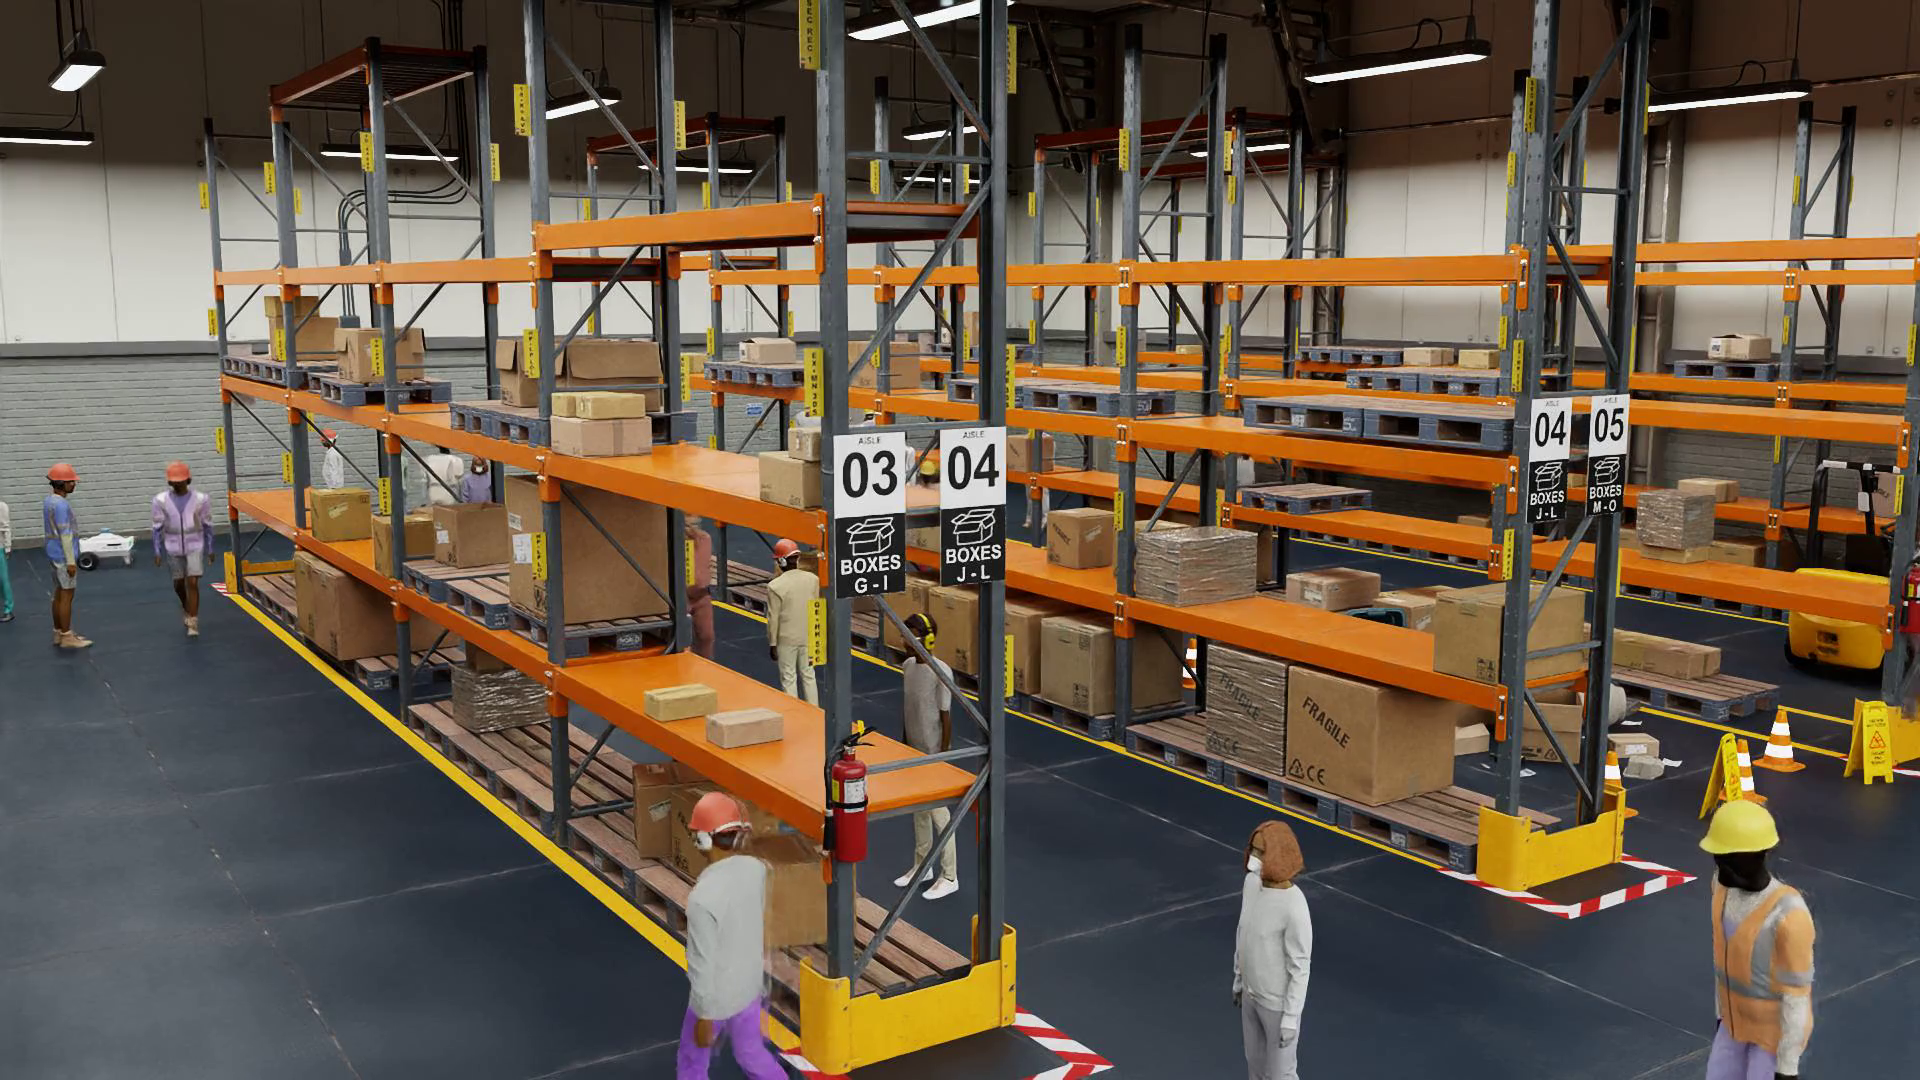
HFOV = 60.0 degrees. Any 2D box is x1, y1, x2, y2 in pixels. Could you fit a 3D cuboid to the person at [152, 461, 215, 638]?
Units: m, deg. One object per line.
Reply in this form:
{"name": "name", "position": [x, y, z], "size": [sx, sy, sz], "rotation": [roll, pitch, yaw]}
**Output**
{"name": "person", "position": [-8.887, 0.071, 19.059], "size": [0.620, 2.006, 0.896], "rotation": [-3, 9, -19]}

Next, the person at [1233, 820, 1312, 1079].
{"name": "person", "position": [1.343, 2.017, 7.275], "size": [0.281, 1.636, 0.500], "rotation": [-3, 9, -20]}

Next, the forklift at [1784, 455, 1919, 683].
{"name": "forklift", "position": [9.643, 0.253, 17.172], "size": [2.313, 2.155, 1.214], "rotation": [-6, 10, -33]}

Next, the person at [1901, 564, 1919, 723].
{"name": "person", "position": [8.562, 0.732, 14.489], "size": [0.687, 2.000, 1.084], "rotation": [-2, 9, -11]}

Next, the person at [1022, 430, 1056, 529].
{"name": "person", "position": [1.264, -1.086, 27.300], "size": [0.628, 1.837, 0.429], "rotation": [6, 10, 35]}

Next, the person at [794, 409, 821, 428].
{"name": "person", "position": [-2.825, -1.790, 31.725], "size": [0.652, 1.906, 0.403], "rotation": [1, 9, 7]}

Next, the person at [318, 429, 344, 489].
{"name": "person", "position": [-9.925, -0.891, 26.291], "size": [0.348, 1.743, 0.566], "rotation": [-3, 9, -17]}

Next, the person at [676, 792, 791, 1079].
{"name": "person", "position": [-0.982, 1.966, 7.357], "size": [0.806, 1.716, 0.580], "rotation": [4, 9, 24]}

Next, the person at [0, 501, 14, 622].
{"name": "person", "position": [-11.458, 0.105, 19.613], "size": [0.536, 1.761, 0.346], "rotation": [0, 9, 0]}

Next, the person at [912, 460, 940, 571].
{"name": "person", "position": [-0.409, -0.197, 21.684], "size": [0.542, 1.736, 0.791], "rotation": [1, 9, 6]}

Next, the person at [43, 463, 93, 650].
{"name": "person", "position": [-9.772, 0.174, 18.198], "size": [0.391, 2.041, 0.615], "rotation": [-7, 11, -40]}

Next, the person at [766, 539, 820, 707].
{"name": "person", "position": [-1.492, 0.852, 14.718], "size": [0.551, 1.735, 0.380], "rotation": [-8, 11, -41]}

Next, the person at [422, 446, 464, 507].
{"name": "person", "position": [-7.362, -0.594, 23.871], "size": [0.589, 1.874, 0.990], "rotation": [2, 9, 12]}

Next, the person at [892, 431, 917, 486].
{"name": "person", "position": [-0.916, -0.794, 25.194], "size": [0.575, 1.880, 0.358], "rotation": [4, 10, 27]}

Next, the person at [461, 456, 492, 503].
{"name": "person", "position": [-6.698, -0.373, 23.224], "size": [0.520, 1.630, 0.303], "rotation": [-2, 9, -15]}

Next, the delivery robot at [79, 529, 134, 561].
{"name": "delivery robot", "position": [-12.033, 0.082, 23.429], "size": [0.707, 0.478, 0.477], "rotation": [-3, 9, -21]}

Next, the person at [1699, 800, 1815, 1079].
{"name": "person", "position": [3.257, 1.967, 6.748], "size": [0.617, 1.901, 0.597], "rotation": [-1, 9, -8]}

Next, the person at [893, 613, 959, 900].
{"name": "person", "position": [-0.222, 1.385, 10.768], "size": [0.327, 1.861, 0.501], "rotation": [-7, 11, -37]}
